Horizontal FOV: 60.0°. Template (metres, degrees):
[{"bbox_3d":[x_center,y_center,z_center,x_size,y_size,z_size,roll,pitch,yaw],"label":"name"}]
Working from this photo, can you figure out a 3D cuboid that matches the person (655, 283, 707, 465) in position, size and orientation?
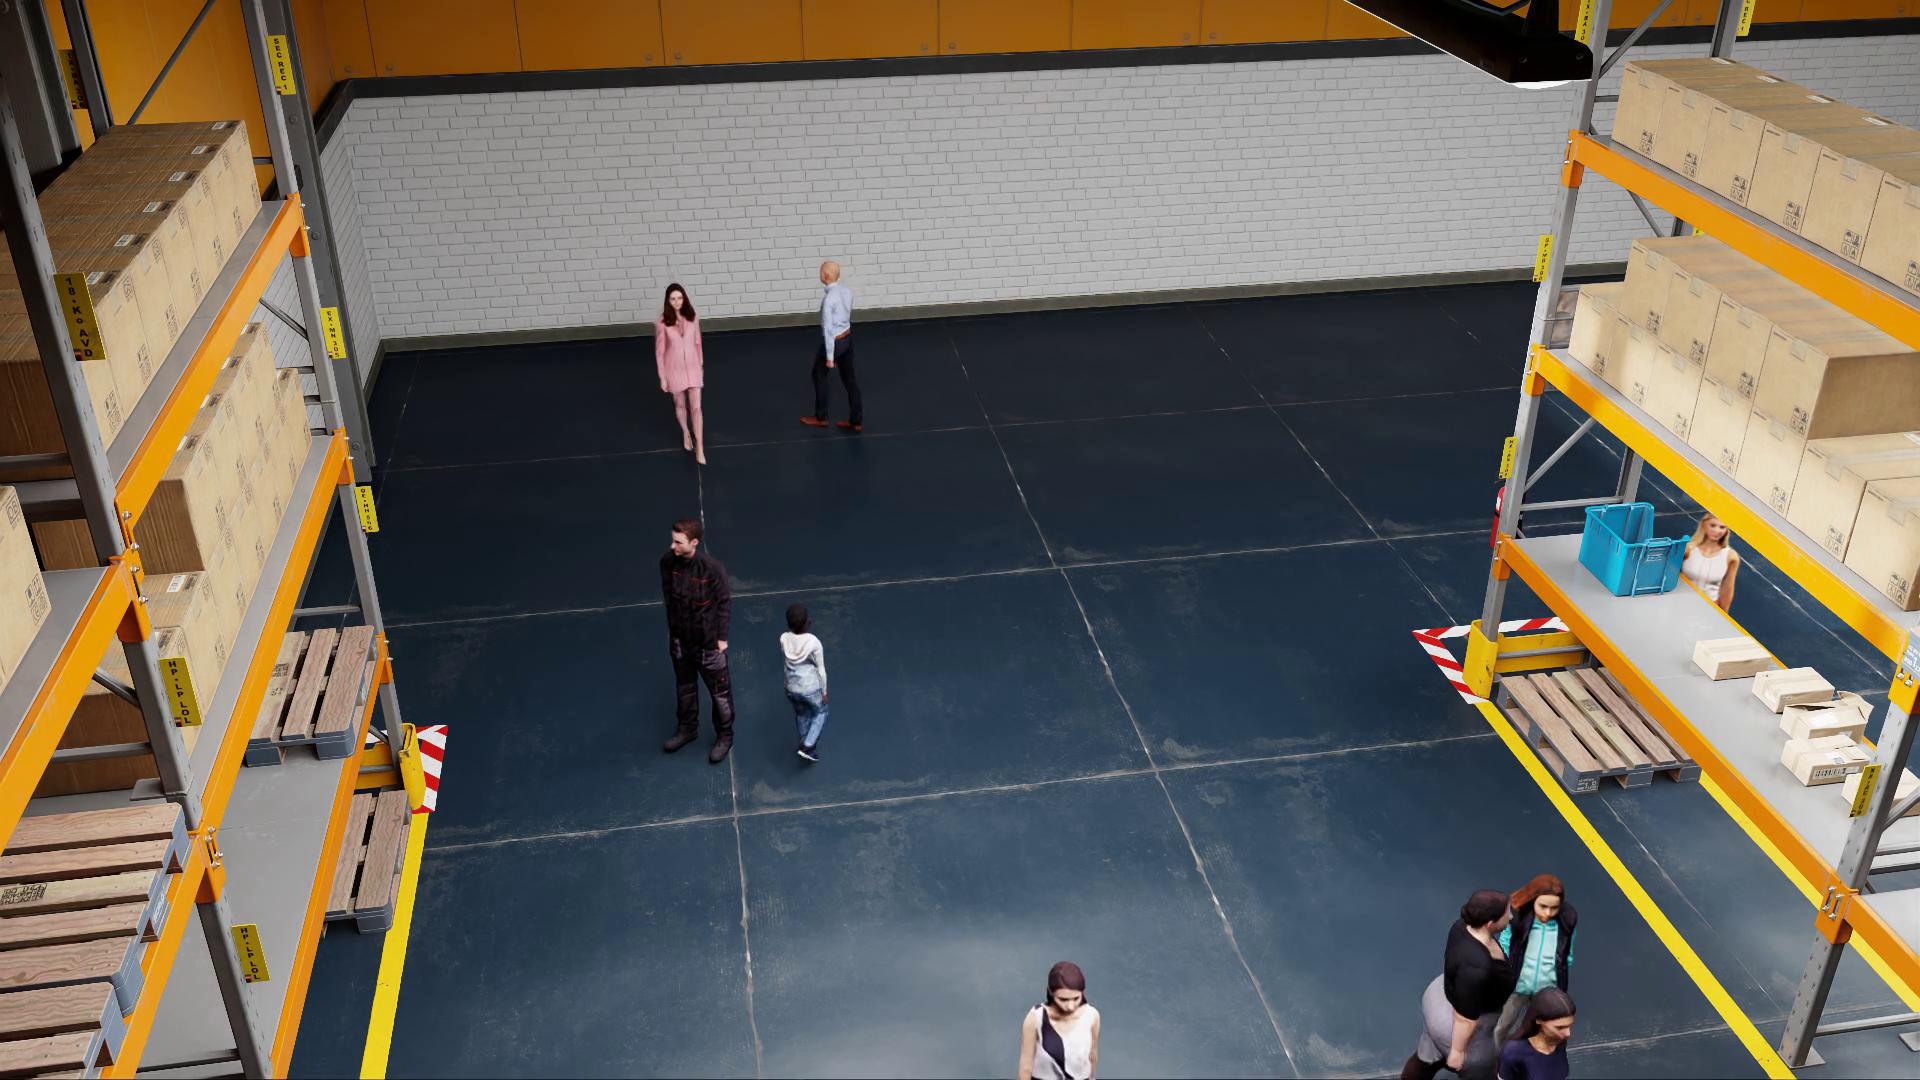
[{"bbox_3d":[-2.719,-1.661,16.164,0.735,1.770,0.983,-10,30,-17],"label":"person"}]

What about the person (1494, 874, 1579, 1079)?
[{"bbox_3d":[3.083,2.394,9.013,0.619,1.498,0.645,2,29,4],"label":"person"}]

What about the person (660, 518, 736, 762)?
[{"bbox_3d":[-1.859,0.673,11.737,0.783,1.910,0.792,12,31,21],"label":"person"}]

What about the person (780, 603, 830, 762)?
[{"bbox_3d":[-1.124,1.047,11.746,0.615,1.246,0.695,10,30,17],"label":"person"}]

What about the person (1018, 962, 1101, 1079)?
[{"bbox_3d":[0.461,2.710,8.289,0.556,1.637,0.823,-5,29,-10],"label":"person"}]

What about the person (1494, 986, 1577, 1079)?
[{"bbox_3d":[2.621,2.780,8.040,0.682,1.752,0.710,-15,32,-25],"label":"person"}]

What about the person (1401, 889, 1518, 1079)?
[{"bbox_3d":[2.467,2.501,8.571,0.876,1.734,0.873,4,29,7],"label":"person"}]

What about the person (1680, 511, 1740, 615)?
[{"bbox_3d":[5.309,0.551,12.076,0.728,1.800,0.753,10,30,18],"label":"person"}]

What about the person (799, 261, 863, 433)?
[{"bbox_3d":[-1.158,-1.887,16.582,1.015,1.766,0.978,15,32,25],"label":"person"}]
